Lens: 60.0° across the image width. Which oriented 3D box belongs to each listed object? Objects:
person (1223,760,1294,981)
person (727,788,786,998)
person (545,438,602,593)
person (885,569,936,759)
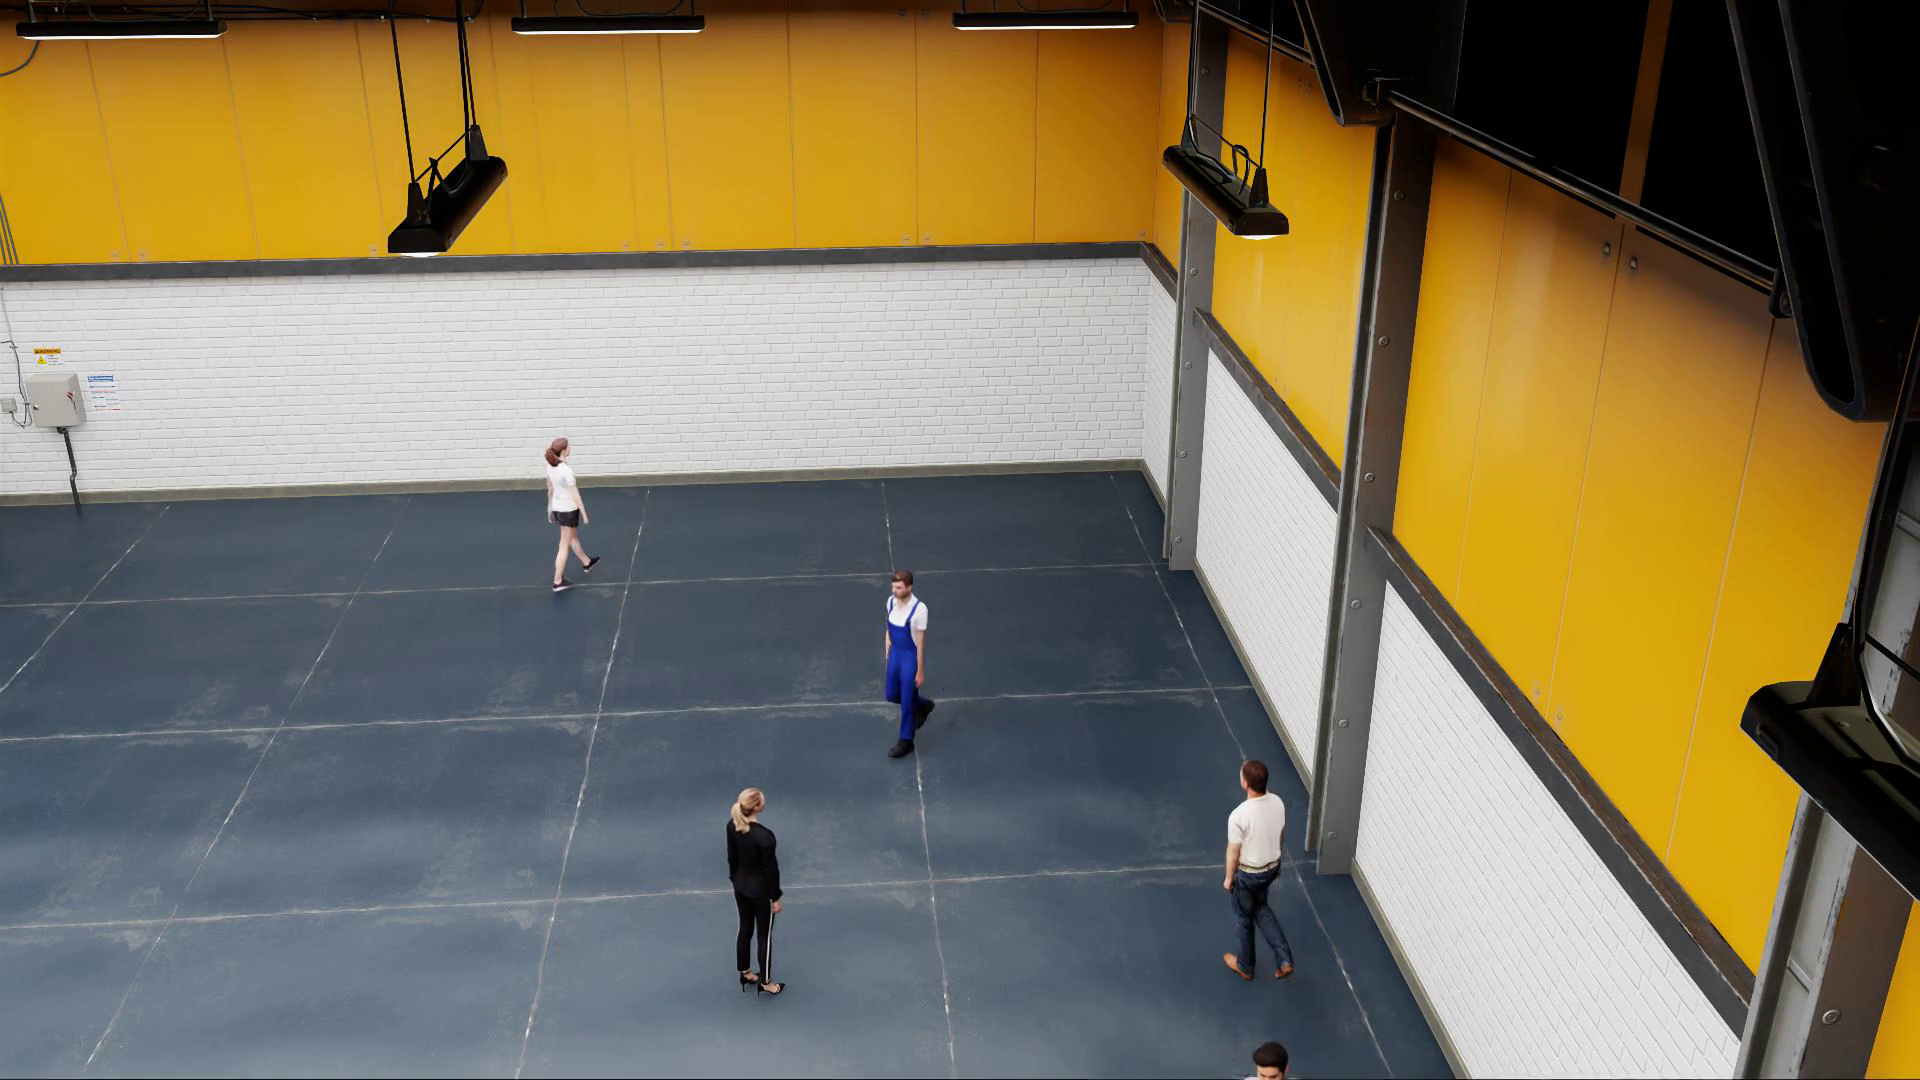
[{"bbox_3d":[2.175,2.455,11.970,0.897,1.836,1.013,-14,27,-30],"label":"person"},{"bbox_3d":[-1.481,2.530,11.959,0.698,1.706,0.740,16,28,32],"label":"person"},{"bbox_3d":[-4.416,-0.252,18.307,1.000,1.721,1.064,18,29,35],"label":"person"},{"bbox_3d":[-0.414,1.073,15.129,0.952,1.837,1.017,18,29,35],"label":"person"}]
